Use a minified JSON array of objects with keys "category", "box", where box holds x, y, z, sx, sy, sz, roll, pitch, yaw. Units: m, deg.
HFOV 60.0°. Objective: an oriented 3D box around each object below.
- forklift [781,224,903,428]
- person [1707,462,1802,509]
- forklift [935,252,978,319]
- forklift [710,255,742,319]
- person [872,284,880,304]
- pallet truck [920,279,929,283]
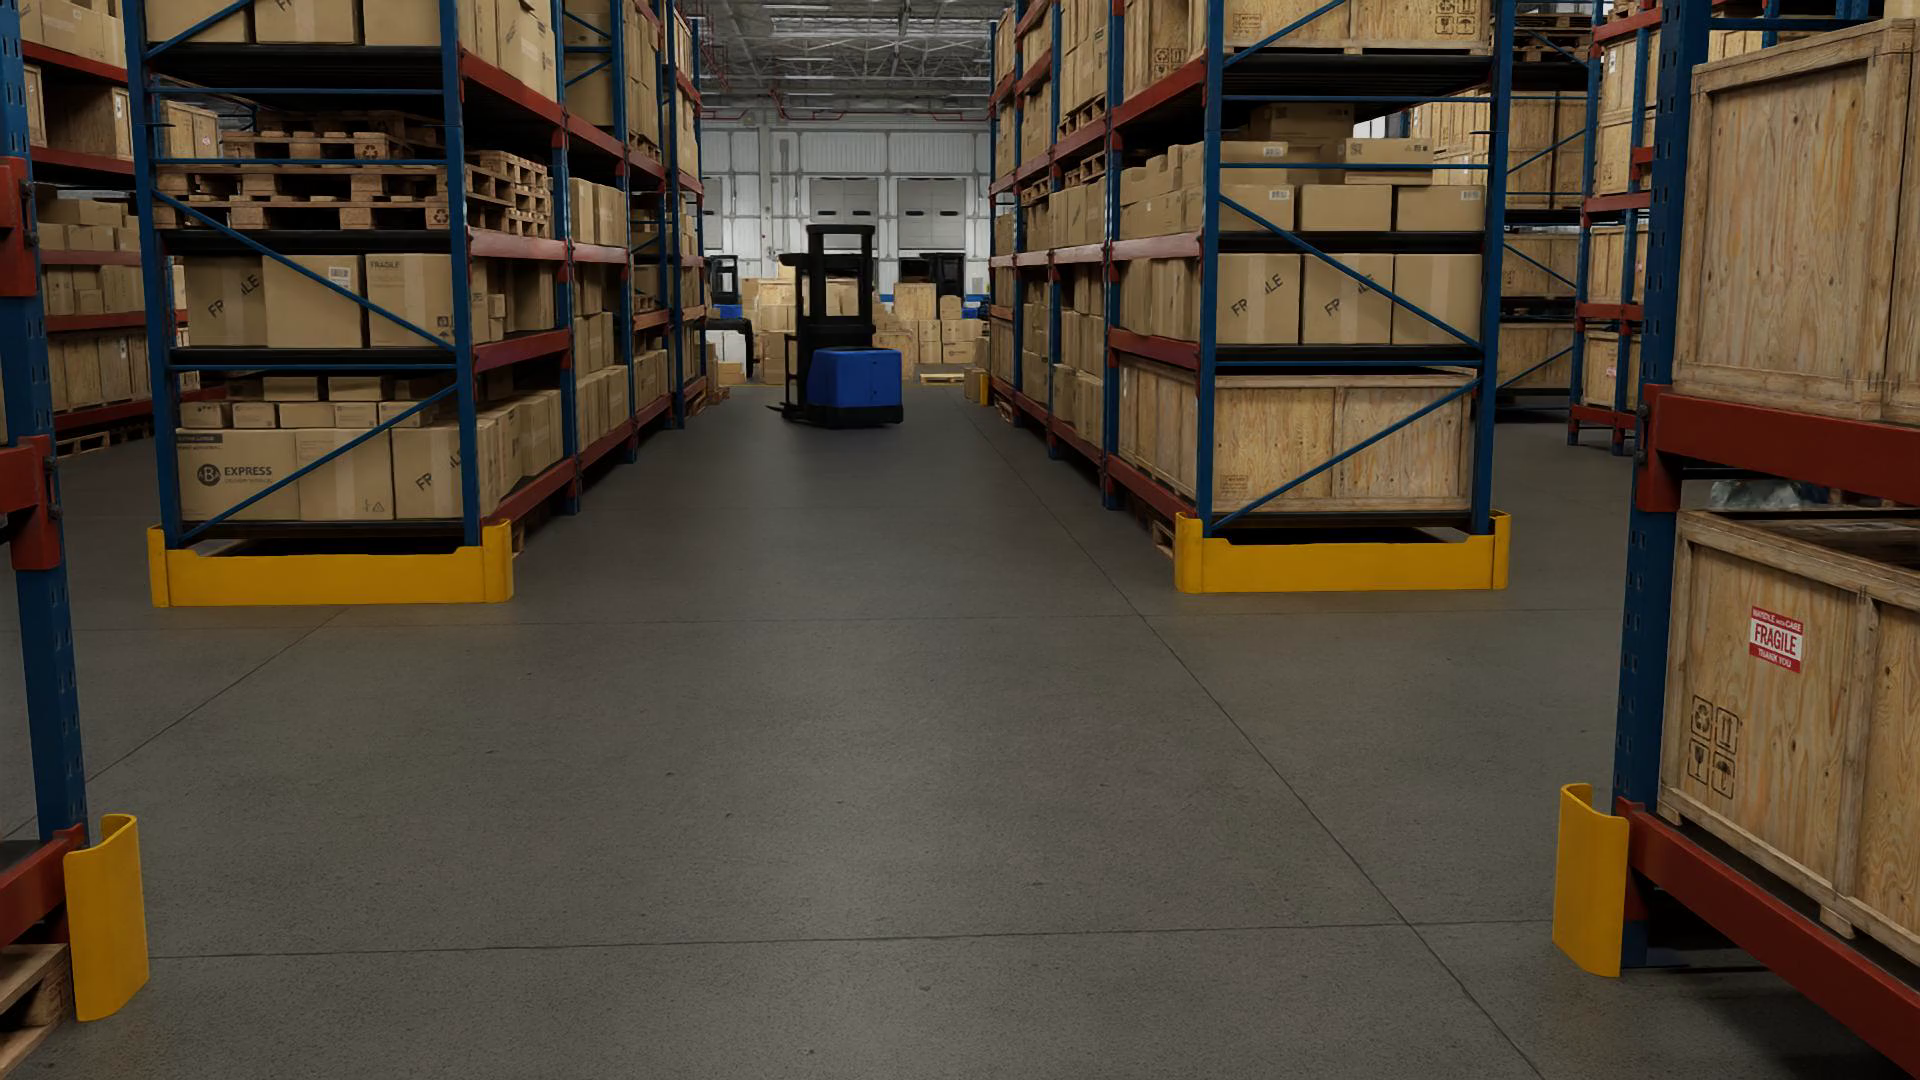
[{"category":"forklift","box":[-1.664,-3.050,23.480,1.129,2.768,1.873,-5,10,-29]},{"category":"person","box":[2.866,0.324,5.949,0.647,1.722,0.489,-1,9,-4]},{"category":"forklift","box":[-0.304,-7.584,51.949,1.129,2.768,1.873,-5,10,-30]},{"category":"forklift","box":[-8.274,-8.634,58.542,1.129,2.768,1.873,-3,10,-19]},{"category":"person","box":[-3.064,-8.063,58.096,0.728,1.865,0.951,7,11,36]},{"category":"pallet truck","box":[-0.932,-8.922,63.114,1.885,1.965,0.823,2,9,13]}]
